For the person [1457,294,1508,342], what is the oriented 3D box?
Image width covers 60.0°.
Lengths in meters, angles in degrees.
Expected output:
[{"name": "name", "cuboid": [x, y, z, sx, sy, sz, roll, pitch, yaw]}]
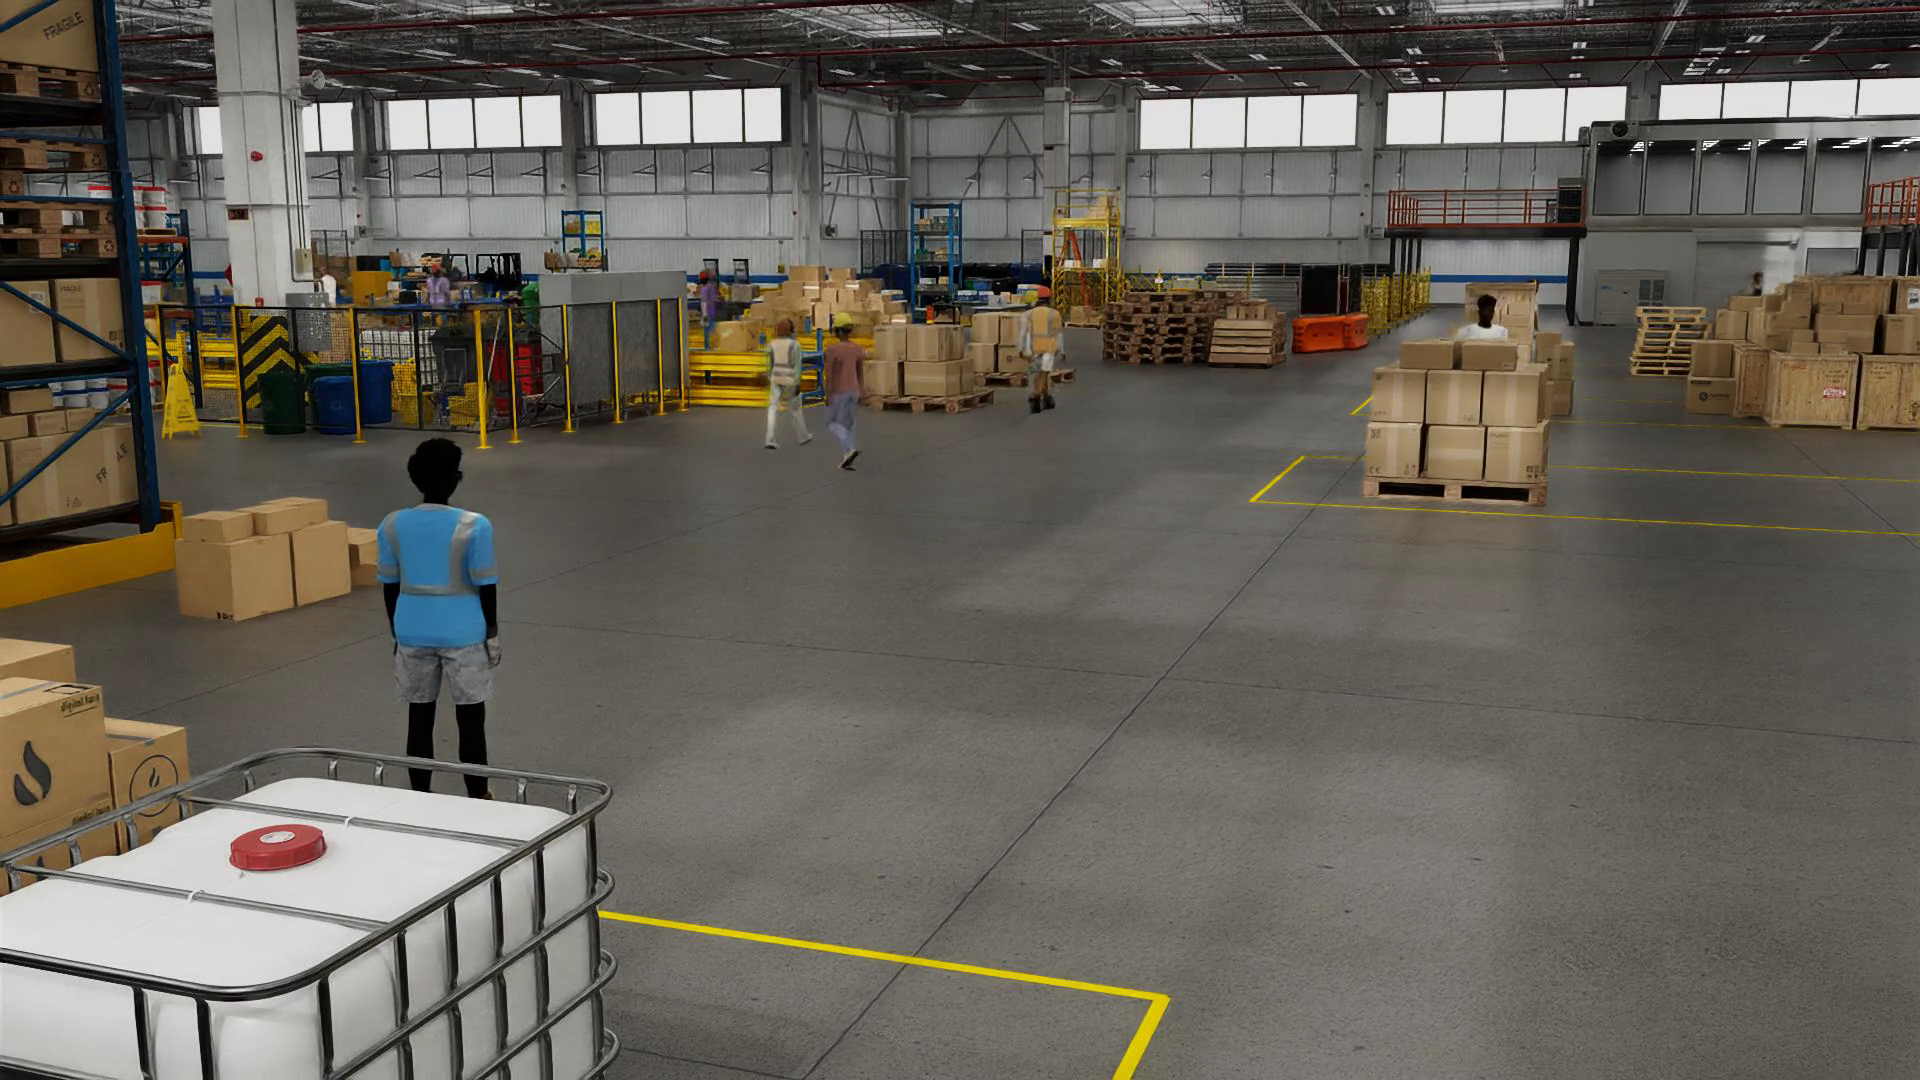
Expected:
[{"name": "person", "cuboid": [6.073, -1.912, 19.485, 0.610, 1.947, 0.820, 0, 10, -1]}]

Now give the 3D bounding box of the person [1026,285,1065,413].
[{"name": "person", "cuboid": [1.241, -2.870, 25.011, 0.546, 1.904, 0.930, 6, 12, 30]}]

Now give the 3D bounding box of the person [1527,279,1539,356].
[{"name": "person", "cuboid": [10.672, -3.942, 31.137, 0.328, 1.865, 0.508, -3, 10, -16]}]

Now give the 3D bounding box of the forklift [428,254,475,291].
[{"name": "forklift", "cuboid": [-20.133, -10.254, 65.465, 1.157, 1.987, 2.680, 3, 11, 19]}]

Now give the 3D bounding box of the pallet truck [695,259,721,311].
[{"name": "pallet truck", "cuboid": [-9.165, -9.627, 62.776, 0.823, 1.965, 1.885, 4, 11, 23]}]

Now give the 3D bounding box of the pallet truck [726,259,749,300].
[{"name": "pallet truck", "cuboid": [-7.986, -9.493, 62.019, 0.823, 1.965, 1.885, 3, 11, 17]}]

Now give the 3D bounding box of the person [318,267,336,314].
[{"name": "person", "cuboid": [-17.625, -6.648, 46.299, 0.398, 1.897, 0.640, 3, 10, 15]}]

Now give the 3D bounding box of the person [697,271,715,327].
[{"name": "person", "cuboid": [-5.755, -5.165, 37.864, 0.469, 1.920, 0.566, 2, 10, 11]}]

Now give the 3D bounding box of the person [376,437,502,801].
[{"name": "person", "cuboid": [-2.196, 0.414, 7.071, 0.535, 1.697, 0.321, 2, 10, 10]}]

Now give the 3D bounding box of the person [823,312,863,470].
[{"name": "person", "cuboid": [-1.286, -1.635, 18.436, 0.542, 1.757, 0.404, -10, 14, -44]}]

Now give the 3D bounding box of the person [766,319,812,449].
[{"name": "person", "cuboid": [-2.157, -1.929, 20.562, 0.530, 1.585, 0.913, 5, 11, 25]}]

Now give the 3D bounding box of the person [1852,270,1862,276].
[{"name": "person", "cuboid": [21.587, -5.529, 40.001, 0.625, 1.880, 0.909, -7, 12, -35]}]

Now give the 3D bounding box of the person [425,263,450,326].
[{"name": "person", "cuboid": [-13.714, -6.249, 43.664, 0.608, 2.027, 0.465, 2, 10, 10]}]

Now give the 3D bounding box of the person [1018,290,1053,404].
[{"name": "person", "cuboid": [1.206, -3.032, 26.260, 0.631, 1.801, 0.430, -6, 11, -28]}]

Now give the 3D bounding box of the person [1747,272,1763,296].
[{"name": "person", "cuboid": [20.426, -6.008, 42.951, 0.525, 1.812, 0.926, -5, 11, -26]}]

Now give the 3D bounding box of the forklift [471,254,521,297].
[{"name": "forklift", "cuboid": [-17.990, -10.121, 64.684, 1.157, 1.987, 2.680, 3, 11, 17]}]
